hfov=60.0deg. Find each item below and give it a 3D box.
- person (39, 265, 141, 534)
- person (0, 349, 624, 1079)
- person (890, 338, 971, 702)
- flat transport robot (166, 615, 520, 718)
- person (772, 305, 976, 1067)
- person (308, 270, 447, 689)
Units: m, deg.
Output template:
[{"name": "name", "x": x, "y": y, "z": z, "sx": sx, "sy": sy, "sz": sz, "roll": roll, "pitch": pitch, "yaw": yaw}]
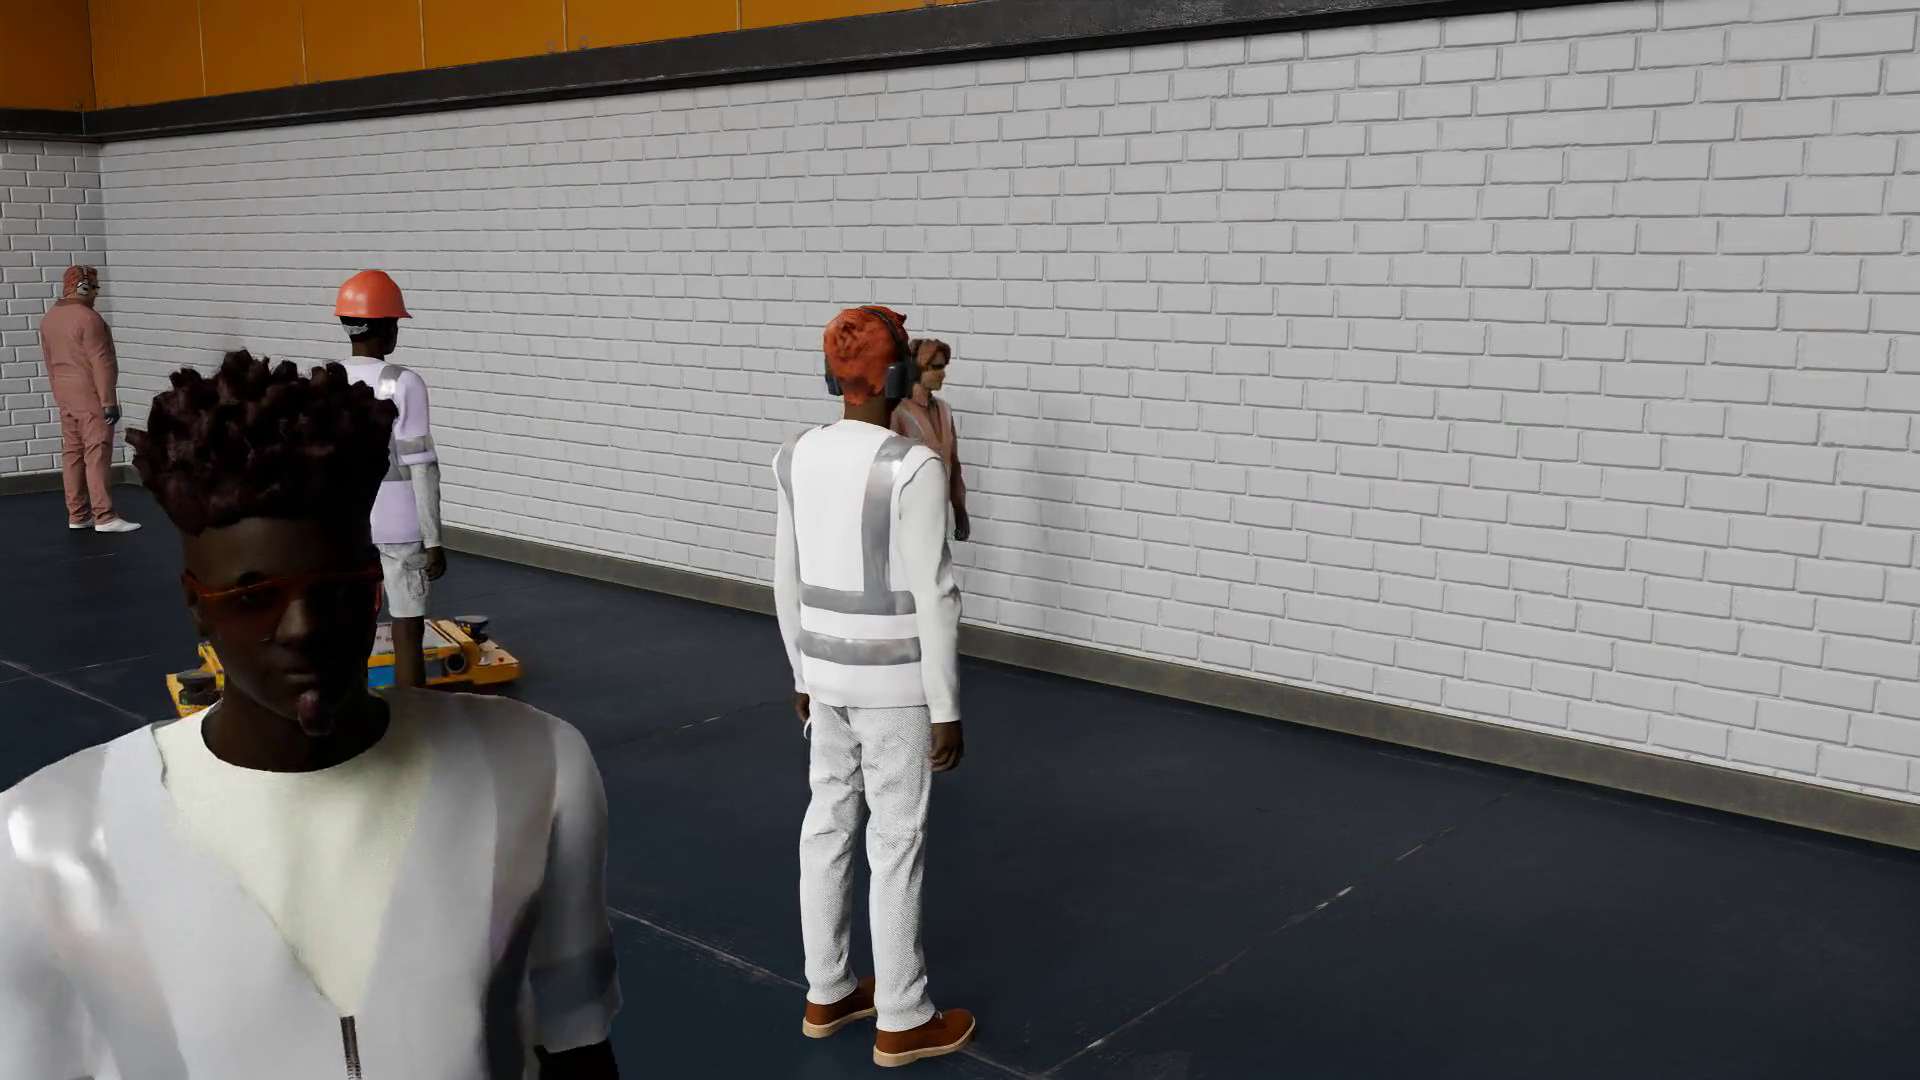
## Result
[{"name": "person", "x": -6.205, "y": -0.997, "z": 11.859, "sx": 0.636, "sy": 1.902, "sz": 0.405, "roll": 6, "pitch": 12, "yaw": 31}, {"name": "person", "x": -0.636, "y": 0.771, "z": 1.696, "sx": 0.607, "sy": 1.943, "sz": 0.835, "roll": -6, "pitch": 12, "yaw": -32}, {"name": "person", "x": -0.111, "y": -0.082, "z": 7.415, "sx": 0.589, "sy": 1.615, "sz": 0.547, "roll": 5, "pitch": 11, "yaw": 28}, {"name": "flat transport robot", "x": -2.818, "y": 0.563, "z": 7.610, "sx": 1.431, "sy": 0.197, "sz": 0.652, "roll": -6, "pitch": 11, "yaw": -30}, {"name": "person", "x": -0.214, "y": 0.365, "z": 4.147, "sx": 0.582, "sy": 1.884, "sz": 0.351, "roll": 9, "pitch": 13, "yaw": 41}, {"name": "person", "x": -2.199, "y": -0.047, "z": 6.341, "sx": 0.543, "sy": 1.939, "sz": 0.355, "roll": 3, "pitch": 10, "yaw": 17}]
